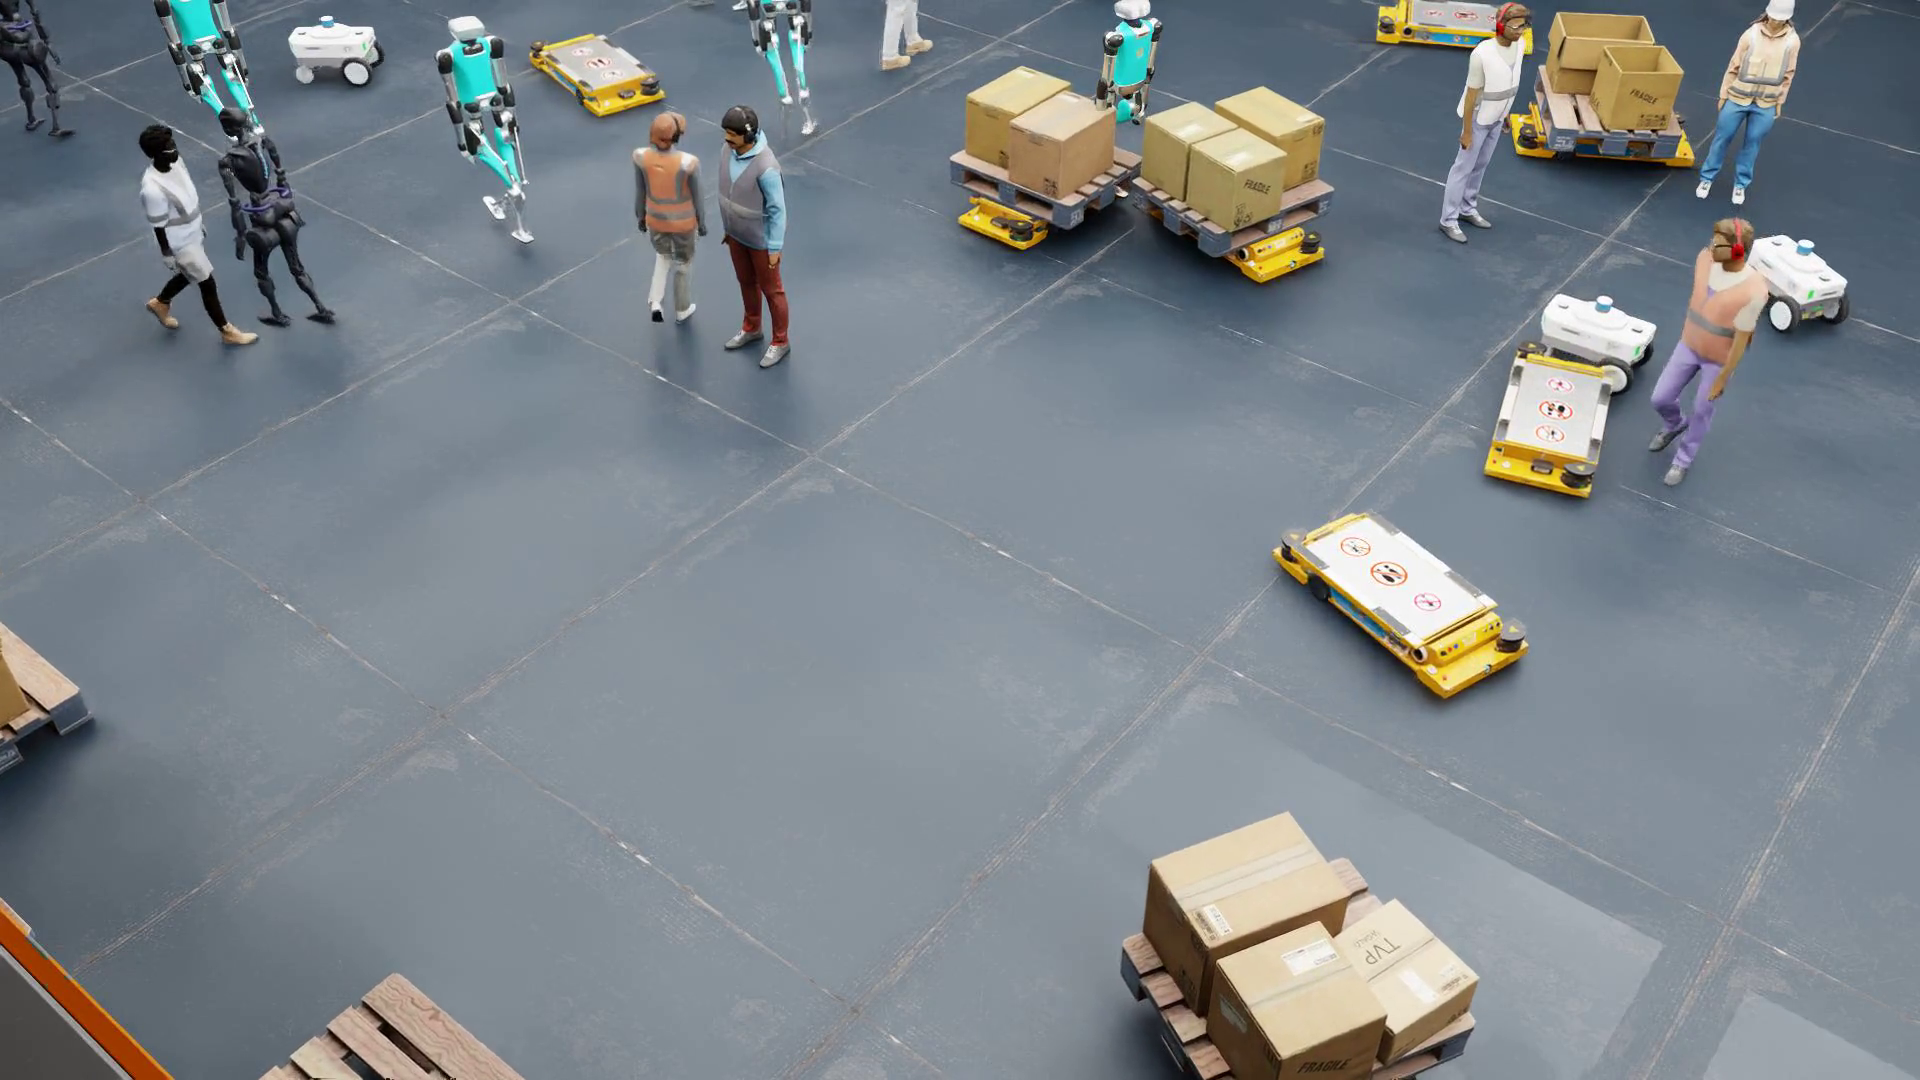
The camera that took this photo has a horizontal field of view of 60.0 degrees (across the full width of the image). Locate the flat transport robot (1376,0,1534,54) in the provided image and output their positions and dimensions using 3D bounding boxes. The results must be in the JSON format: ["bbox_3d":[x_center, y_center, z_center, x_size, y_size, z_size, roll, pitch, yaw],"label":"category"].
[{"bbox_3d":[4.711,-4.890,15.830,1.431,0.231,0.659,9,41,10],"label":"flat transport robot"}]

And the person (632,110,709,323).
[{"bbox_3d":[-2.031,-2.201,11.626,0.517,1.622,0.443,9,41,10],"label":"person"}]

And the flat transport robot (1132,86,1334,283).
[{"bbox_3d":[2.111,-2.478,12.994,0.659,0.231,1.431,-24,46,-26],"label":"flat transport robot"}]

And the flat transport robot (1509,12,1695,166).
[{"bbox_3d":[5.446,-3.450,14.137,1.431,0.231,0.659,6,41,6],"label":"flat transport robot"}]

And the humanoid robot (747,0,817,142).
[{"bbox_3d":[-1.431,-4.100,13.781,0.530,1.812,0.702,-13,42,-14],"label":"humanoid robot"}]

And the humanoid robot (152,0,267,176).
[{"bbox_3d":[-5.834,-3.640,13.123,0.533,1.677,0.735,-26,47,-27],"label":"humanoid robot"}]

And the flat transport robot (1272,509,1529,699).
[{"bbox_3d":[2.550,0.319,9.703,0.659,0.231,1.431,-23,46,-25],"label":"flat transport robot"}]

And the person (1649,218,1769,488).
[{"bbox_3d":[4.595,-1.149,10.229,0.467,1.826,0.553,-23,46,-25],"label":"person"}]

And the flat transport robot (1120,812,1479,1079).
[{"bbox_3d":[1.463,2.176,7.519,0.659,0.231,1.431,-16,43,-18],"label":"flat transport robot"}]

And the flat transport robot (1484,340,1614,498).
[{"bbox_3d":[3.933,-0.821,11.044,0.659,0.231,1.431,15,43,17],"label":"flat transport robot"}]

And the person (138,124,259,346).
[{"bbox_3d":[-5.436,-2.084,11.447,0.745,1.669,0.540,-2,40,-2],"label":"person"}]

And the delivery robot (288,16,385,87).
[{"bbox_3d":[-5.670,-4.454,15.086,0.774,0.581,0.499,0,40,0],"label":"delivery robot"}]

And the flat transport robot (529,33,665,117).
[{"bbox_3d":[-3.308,-4.247,15.074,0.659,0.231,1.431,-25,46,-27],"label":"flat transport robot"}]

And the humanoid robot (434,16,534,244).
[{"bbox_3d":[-3.446,-2.988,12.471,0.544,1.746,1.020,-30,49,-31],"label":"humanoid robot"}]

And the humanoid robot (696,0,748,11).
[{"bbox_3d":[-2.269,-5.903,15.891,0.971,1.743,0.546,-3,40,-4],"label":"humanoid robot"}]

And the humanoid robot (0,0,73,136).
[{"bbox_3d":[-7.898,-4.189,13.930,0.588,1.632,0.442,9,41,10],"label":"humanoid robot"}]

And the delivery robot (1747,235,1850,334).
[{"bbox_3d":[6.059,-1.880,12.069,0.499,0.595,0.781,-11,42,-13],"label":"delivery robot"}]

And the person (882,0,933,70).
[{"bbox_3d":[-0.435,-5.159,14.952,0.762,1.814,0.645,-23,45,-25],"label":"person"}]

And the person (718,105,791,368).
[{"bbox_3d":[-1.391,-2.069,11.269,0.544,1.877,0.406,30,49,30],"label":"person"}]

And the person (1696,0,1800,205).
[{"bbox_3d":[6.202,-3.464,13.033,0.481,1.718,0.378,12,42,14],"label":"person"}]

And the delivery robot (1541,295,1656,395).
[{"bbox_3d":[4.425,-1.393,11.508,0.782,0.610,0.524,25,46,26],"label":"delivery robot"}]

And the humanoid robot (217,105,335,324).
[{"bbox_3d":[-4.855,-2.245,11.642,0.439,1.646,0.608,14,42,16],"label":"humanoid robot"}]

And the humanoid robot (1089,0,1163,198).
[{"bbox_3d":[1.133,-3.439,12.887,0.533,1.676,0.735,-27,47,-28],"label":"humanoid robot"}]

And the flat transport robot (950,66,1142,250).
[{"bbox_3d":[0.691,-2.771,13.338,0.659,0.231,1.431,28,48,29],"label":"flat transport robot"}]

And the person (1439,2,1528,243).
[{"bbox_3d":[3.971,-3.182,12.603,0.563,1.847,0.389,-29,48,-30],"label":"person"}]
